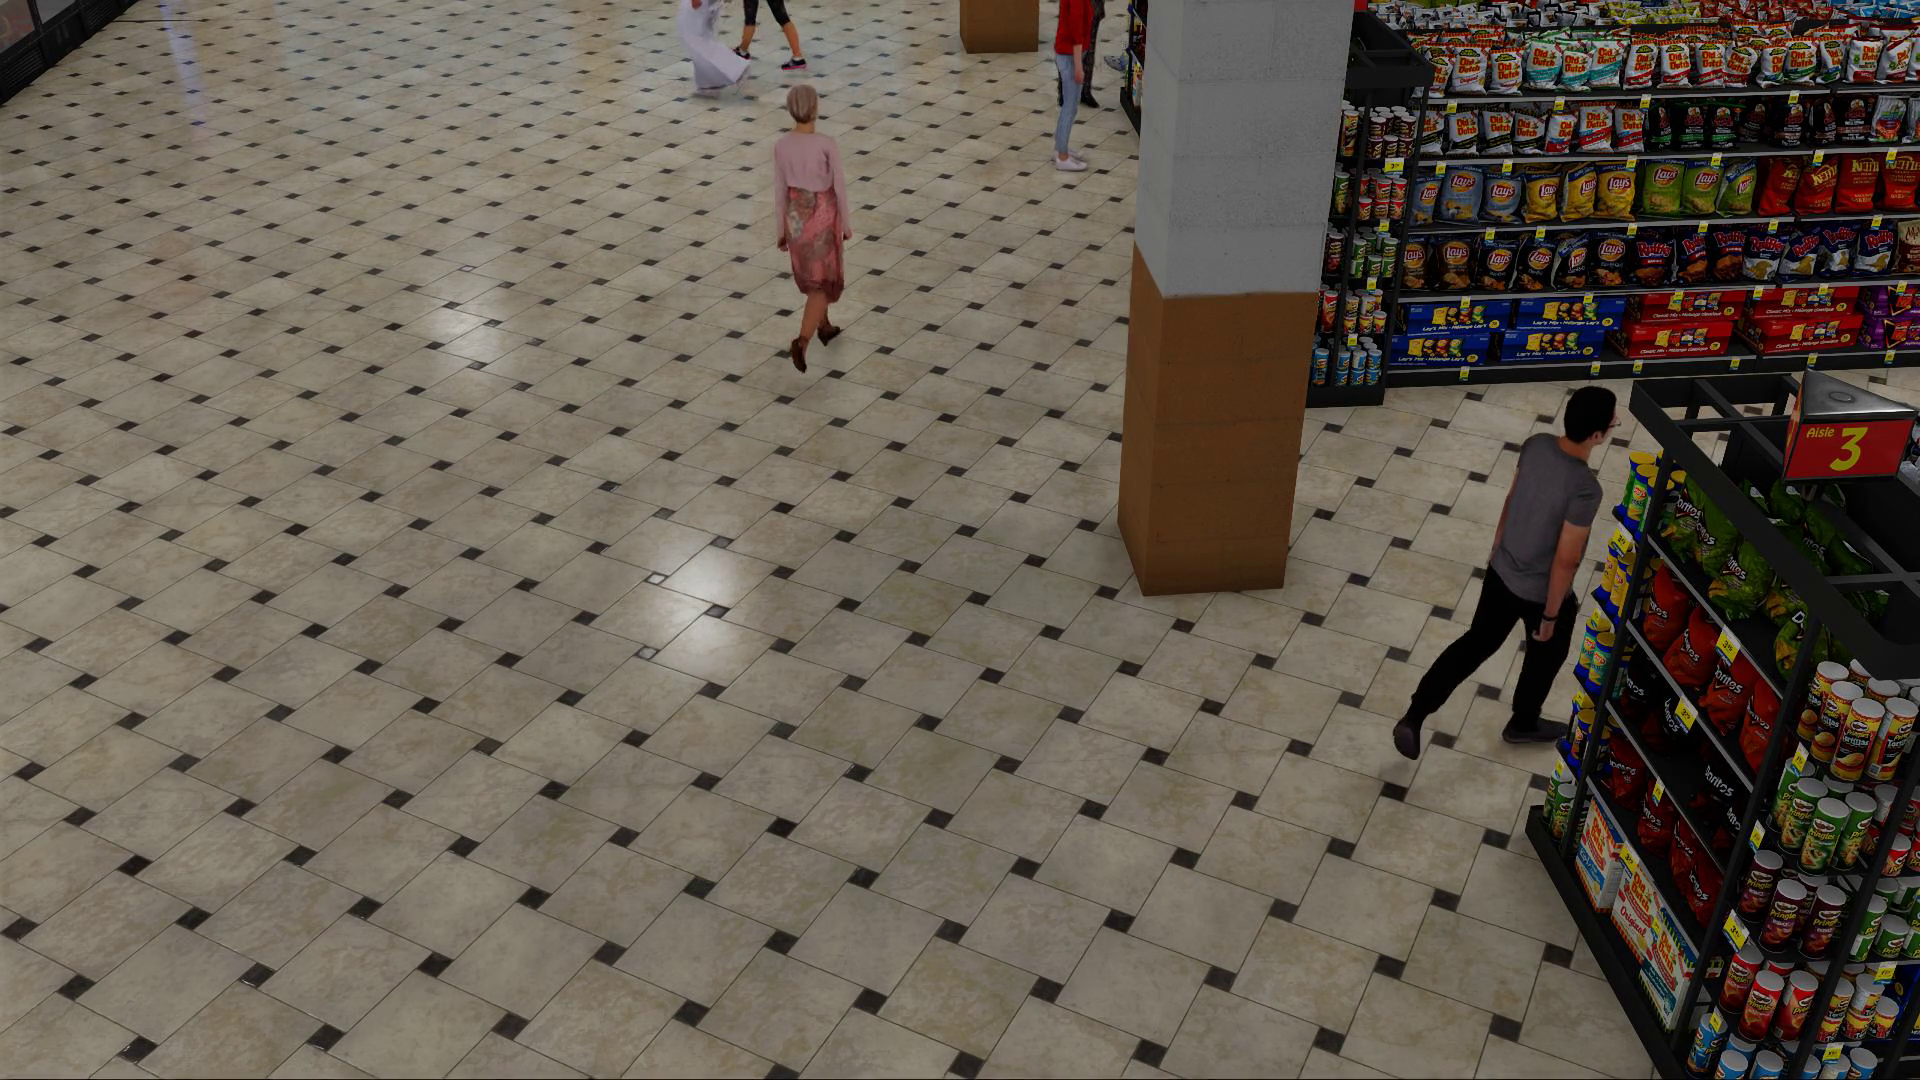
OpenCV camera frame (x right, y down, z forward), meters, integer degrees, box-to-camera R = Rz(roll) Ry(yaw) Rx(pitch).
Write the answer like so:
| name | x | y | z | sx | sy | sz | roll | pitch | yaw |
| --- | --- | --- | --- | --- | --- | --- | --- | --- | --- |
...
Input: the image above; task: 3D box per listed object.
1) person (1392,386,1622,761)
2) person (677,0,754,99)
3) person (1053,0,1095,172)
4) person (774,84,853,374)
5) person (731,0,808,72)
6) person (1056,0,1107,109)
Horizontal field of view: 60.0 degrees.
| name | x | y | z | sx | sy | sz | roll | pitch | yaw |
| --- | --- | --- | --- | --- | --- | --- | --- | --- | --- |
| person | 2.169 | 0.190 | 6.538 | 1.168 | 1.726 | 0.857 | -12 | 34 | -19 |
| person | -2.092 | -4.715 | 14.244 | 0.995 | 1.912 | 0.862 | 9 | 33 | 14 |
| person | 0.855 | -3.706 | 12.822 | 0.544 | 1.702 | 0.627 | 0 | 32 | -1 |
| person | -0.882 | -1.799 | 9.792 | 1.047 | 1.665 | 0.911 | 10 | 33 | 16 |
| person | -1.680 | -5.053 | 15.014 | 1.200 | 1.673 | 0.981 | 14 | 34 | 21 |
| person | 1.035 | -4.581 | 14.212 | 0.580 | 1.718 | 0.688 | -10 | 33 | -15 |
